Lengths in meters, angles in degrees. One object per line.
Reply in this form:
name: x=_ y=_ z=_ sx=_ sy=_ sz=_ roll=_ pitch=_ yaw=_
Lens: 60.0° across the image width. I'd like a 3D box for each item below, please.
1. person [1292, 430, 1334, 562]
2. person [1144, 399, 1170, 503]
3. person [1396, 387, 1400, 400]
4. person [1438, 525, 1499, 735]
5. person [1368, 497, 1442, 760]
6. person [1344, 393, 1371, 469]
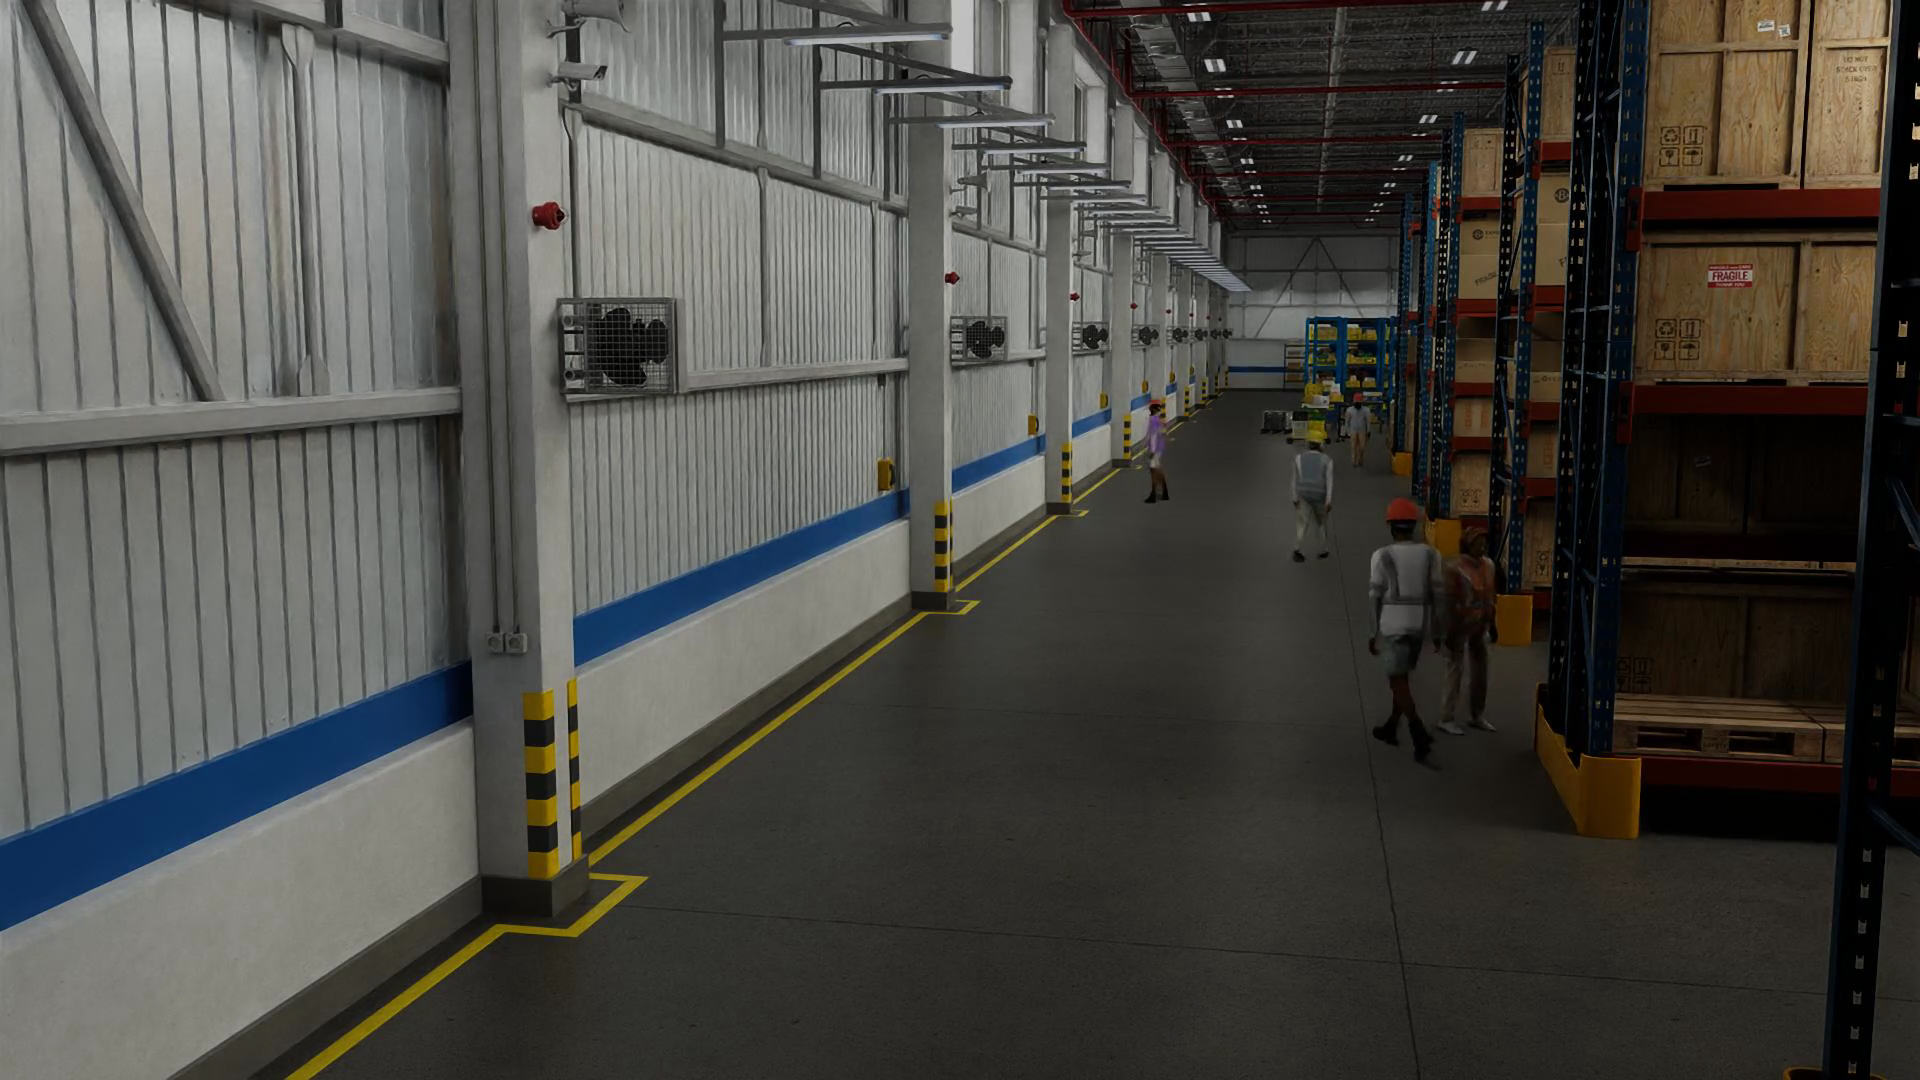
person: x=4.749 y=-0.593 z=22.468 sx=0.604 sy=1.795 sz=0.910 roll=5 pitch=8 yaw=33
person: x=3.584 y=-1.619 z=30.341 sx=0.386 sy=1.885 sz=0.701 roll=3 pitch=8 yaw=21
person: x=12.446 y=-3.599 z=46.765 sx=0.345 sy=1.735 sz=0.485 roll=-6 pitch=9 yaw=-38
person: x=3.923 y=0.693 z=12.816 sx=0.519 sy=1.629 sz=0.324 roll=-5 pitch=8 yaw=-32
person: x=3.281 y=0.639 z=12.191 sx=0.552 sy=1.902 sz=0.902 roll=-2 pitch=7 yaw=-14
person: x=9.009 y=-2.473 z=37.711 sx=0.597 sy=1.732 sz=0.555 roll=2 pitch=7 yaw=13
